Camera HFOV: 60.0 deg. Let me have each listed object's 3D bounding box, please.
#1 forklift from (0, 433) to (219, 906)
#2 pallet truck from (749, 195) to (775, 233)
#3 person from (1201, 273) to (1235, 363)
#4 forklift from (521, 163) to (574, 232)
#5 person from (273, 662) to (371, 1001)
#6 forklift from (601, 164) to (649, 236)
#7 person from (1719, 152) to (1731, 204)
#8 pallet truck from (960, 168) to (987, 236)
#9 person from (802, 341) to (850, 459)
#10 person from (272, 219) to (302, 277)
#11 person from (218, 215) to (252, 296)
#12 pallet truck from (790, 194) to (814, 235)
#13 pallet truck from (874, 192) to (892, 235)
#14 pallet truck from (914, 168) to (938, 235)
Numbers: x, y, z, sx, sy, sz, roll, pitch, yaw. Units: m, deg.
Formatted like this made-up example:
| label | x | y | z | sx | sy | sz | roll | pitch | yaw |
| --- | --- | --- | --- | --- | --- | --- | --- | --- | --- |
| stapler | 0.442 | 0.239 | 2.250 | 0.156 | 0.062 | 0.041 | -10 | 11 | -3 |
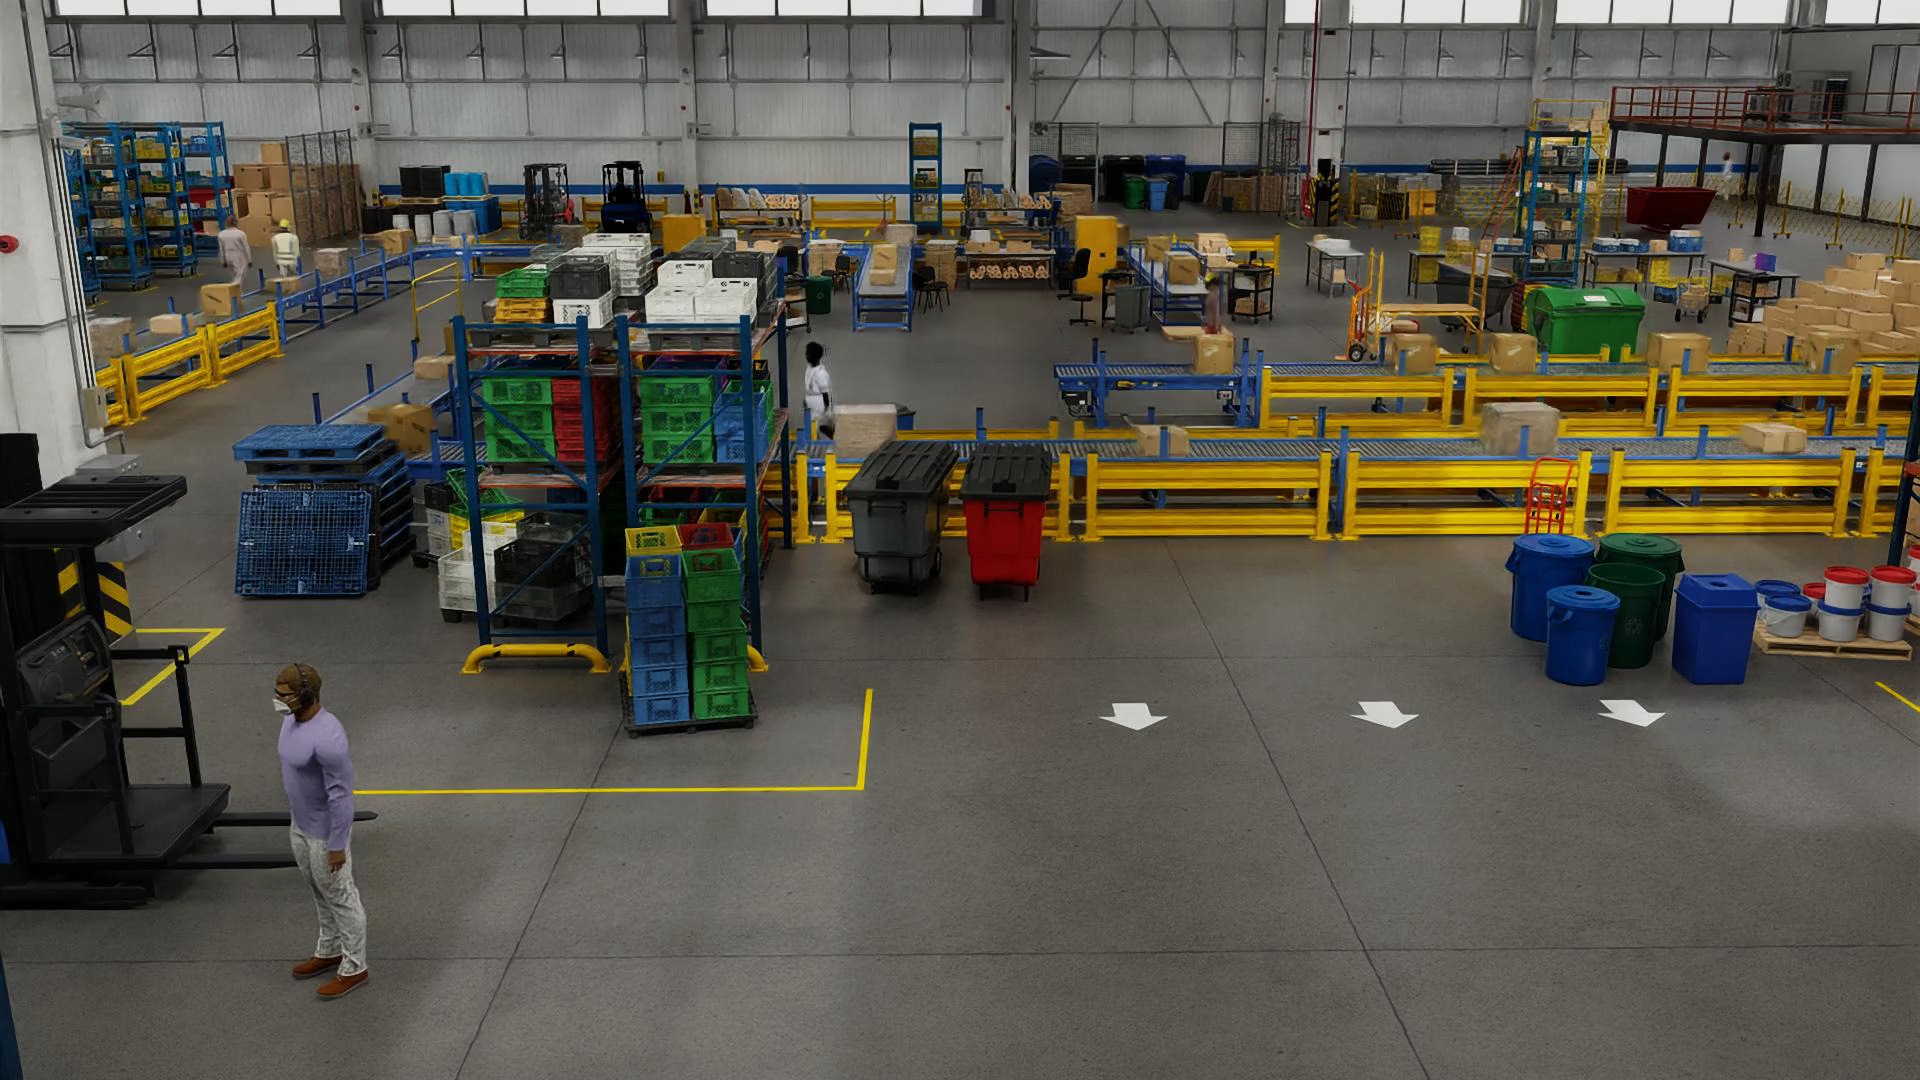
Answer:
| label | x | y | z | sx | sy | sz | roll | pitch | yaw |
| --- | --- | --- | --- | --- | --- | --- | --- | --- | --- |
| forklift | -5.952 | 0.780 | 10.366 | 1.873 | 2.768 | 1.129 | 0 | 16 | -1 |
| pallet truck | -6.051 | -9.967 | 50.660 | 0.680 | 1.201 | 1.601 | 0 | 16 | -1 |
| person | 4.237 | -3.580 | 27.637 | 0.854 | 1.699 | 0.531 | 3 | 16 | 9 |
| forklift | -12.233 | -10.122 | 49.298 | 1.157 | 1.987 | 2.680 | 0 | 16 | -1 |
| person | -3.554 | 1.593 | 9.216 | 0.362 | 1.939 | 0.635 | -14 | 21 | -41 |
| forklift | -9.948 | -10.127 | 49.296 | 1.157 | 1.987 | 2.680 | -1 | 16 | -3 |
| person | 28.198 | -13.325 | 61.228 | 0.361 | 1.859 | 0.651 | 8 | 18 | 26 |
| pallet truck | 0.383 | -10.230 | 50.206 | 0.823 | 1.965 | 1.885 | -1 | 16 | -3 |
| person | -1.775 | -1.724 | 21.246 | 0.877 | 1.659 | 0.532 | -6 | 17 | -18 |
| person | -14.461 | -6.009 | 35.891 | 0.626 | 1.788 | 0.890 | 0 | 16 | 0 |
| person | -15.623 | -6.026 | 35.803 | 0.634 | 1.884 | 0.842 | 3 | 16 | 12 |
| pallet truck | -4.814 | -9.883 | 50.259 | 0.704 | 1.261 | 1.522 | -1 | 16 | -3 |
| pallet truck | -2.277 | -9.986 | 50.594 | 0.653 | 1.274 | 1.630 | 0 | 16 | -1 |
| pallet truck | -0.989 | -10.316 | 50.507 | 0.823 | 1.965 | 1.885 | 1 | 16 | 3 |
